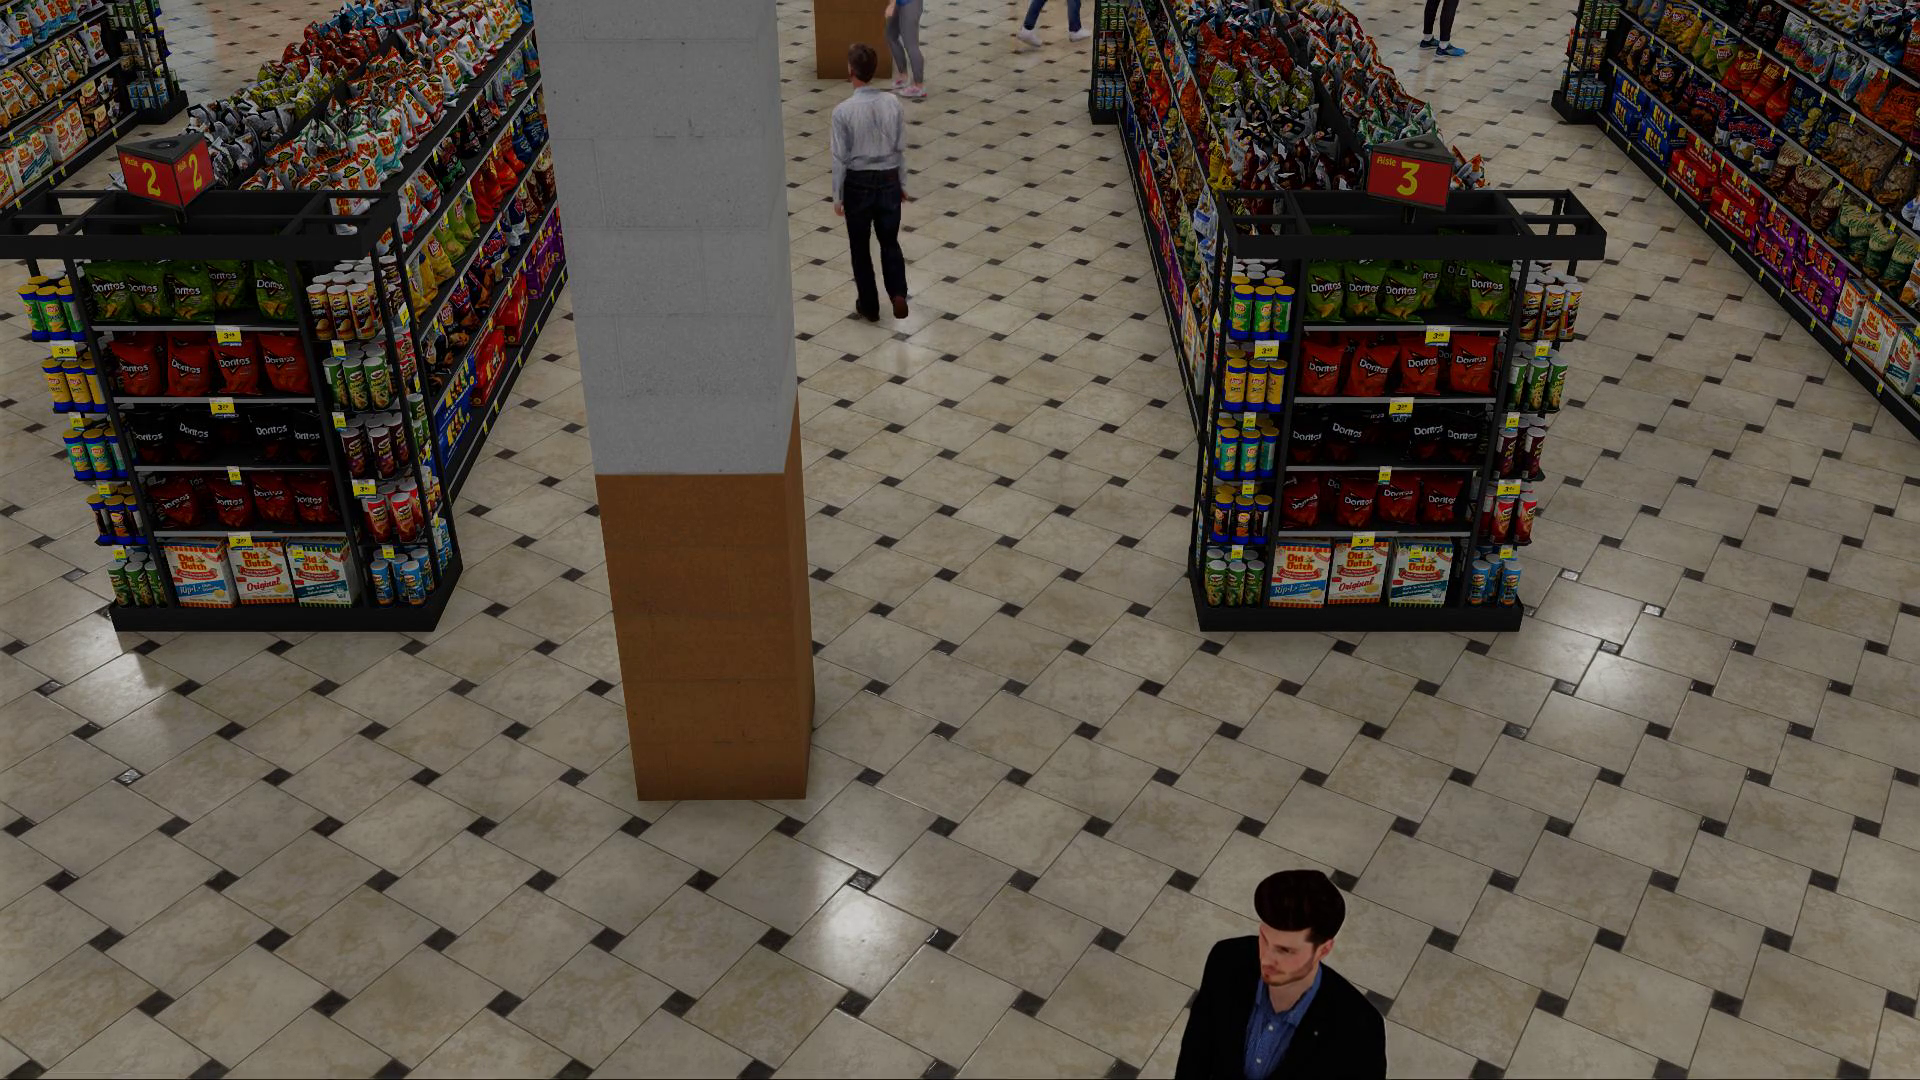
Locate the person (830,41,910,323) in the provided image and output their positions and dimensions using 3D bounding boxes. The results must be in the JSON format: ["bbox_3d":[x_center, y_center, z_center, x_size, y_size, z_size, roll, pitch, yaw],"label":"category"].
[{"bbox_3d":[-0.527,-2.177,10.410,0.831,1.809,0.983,-10,33,-16],"label":"person"}]

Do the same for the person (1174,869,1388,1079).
[{"bbox_3d":[0.792,1.569,4.309,0.789,1.894,0.820,22,38,31],"label":"person"}]

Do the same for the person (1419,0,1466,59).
[{"bbox_3d":[4.680,-5.569,15.843,0.813,1.830,0.630,-10,33,-15],"label":"person"}]

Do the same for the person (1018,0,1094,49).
[{"bbox_3d":[0.880,-5.648,15.955,1.183,1.845,1.195,-22,38,-31],"label":"person"}]

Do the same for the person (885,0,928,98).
[{"bbox_3d":[-0.392,-4.713,14.687,0.624,1.596,0.532,-2,32,-3],"label":"person"}]
